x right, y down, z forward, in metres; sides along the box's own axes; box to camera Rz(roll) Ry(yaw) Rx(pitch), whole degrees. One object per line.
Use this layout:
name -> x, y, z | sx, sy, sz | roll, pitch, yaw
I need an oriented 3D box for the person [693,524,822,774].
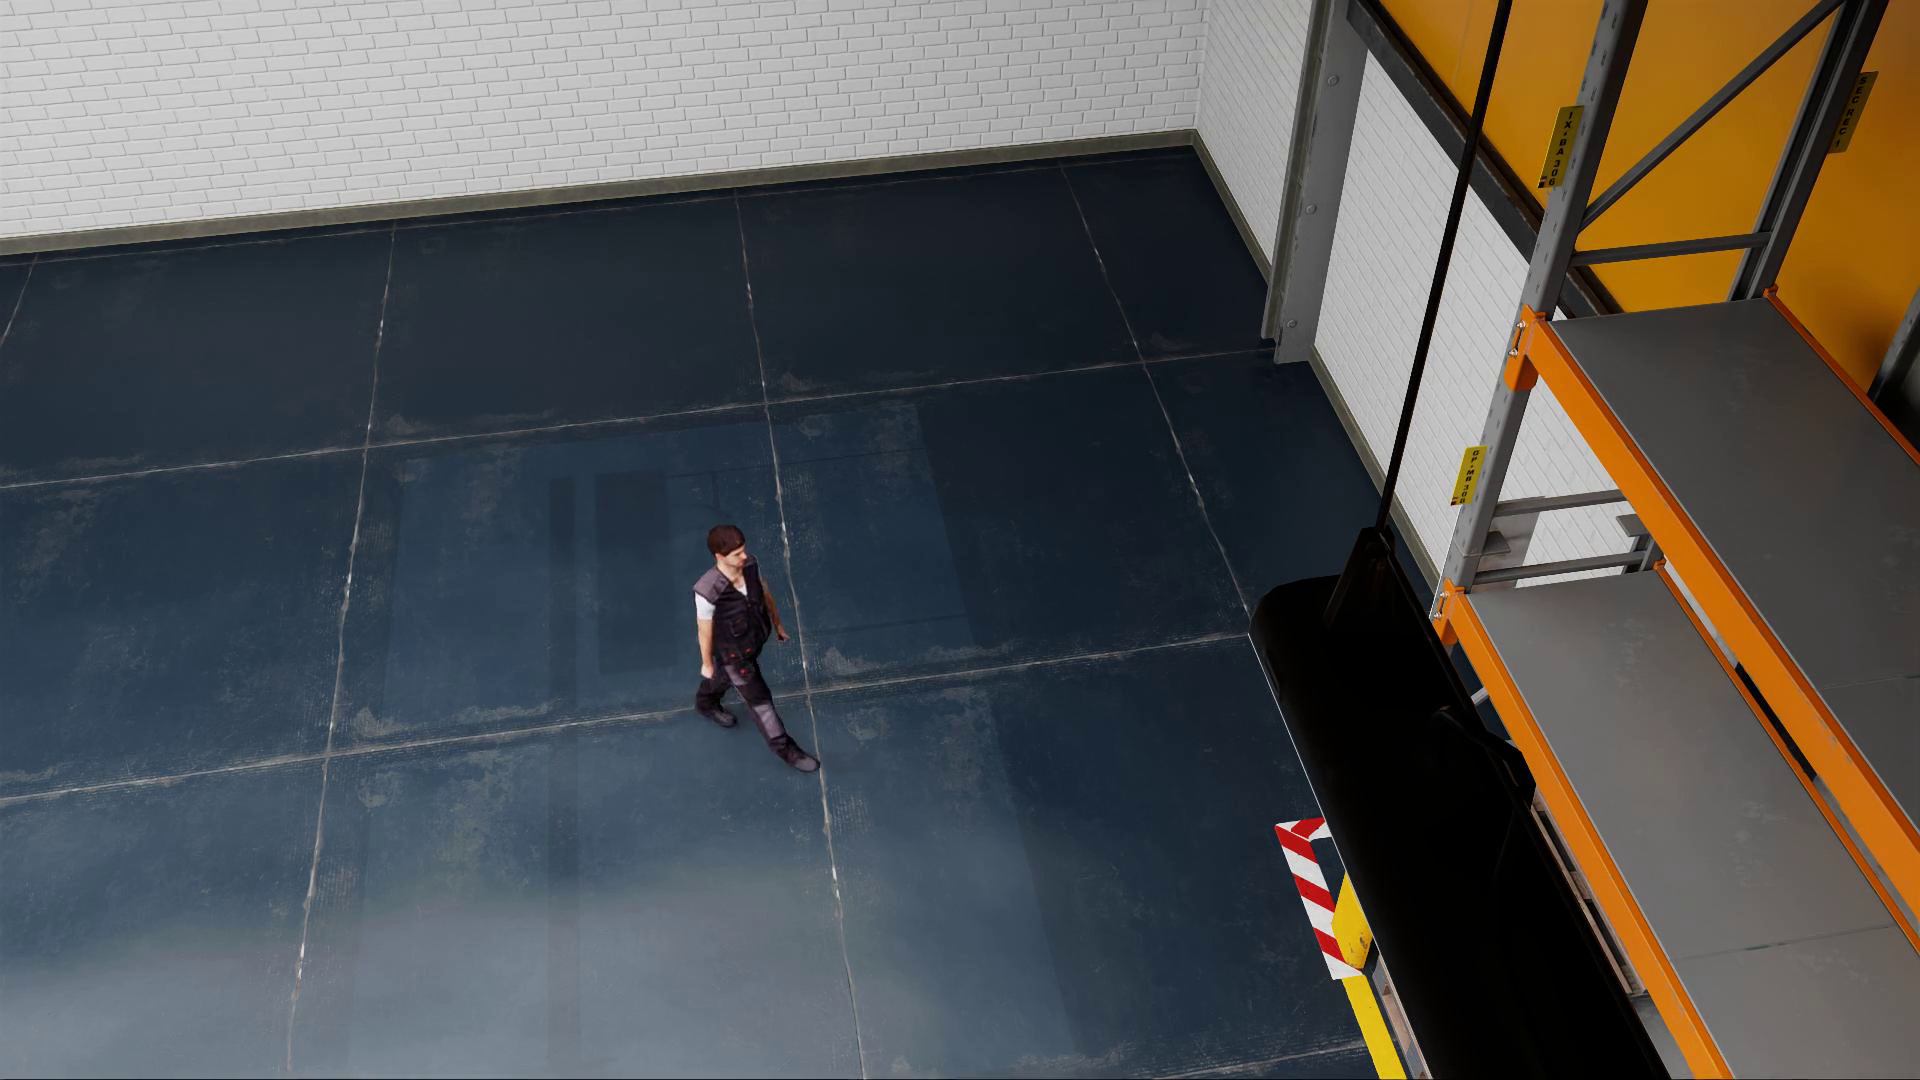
person -> -1.380, 0.584, 9.819 | 1.212, 1.799, 1.218 | 21, 47, 21
